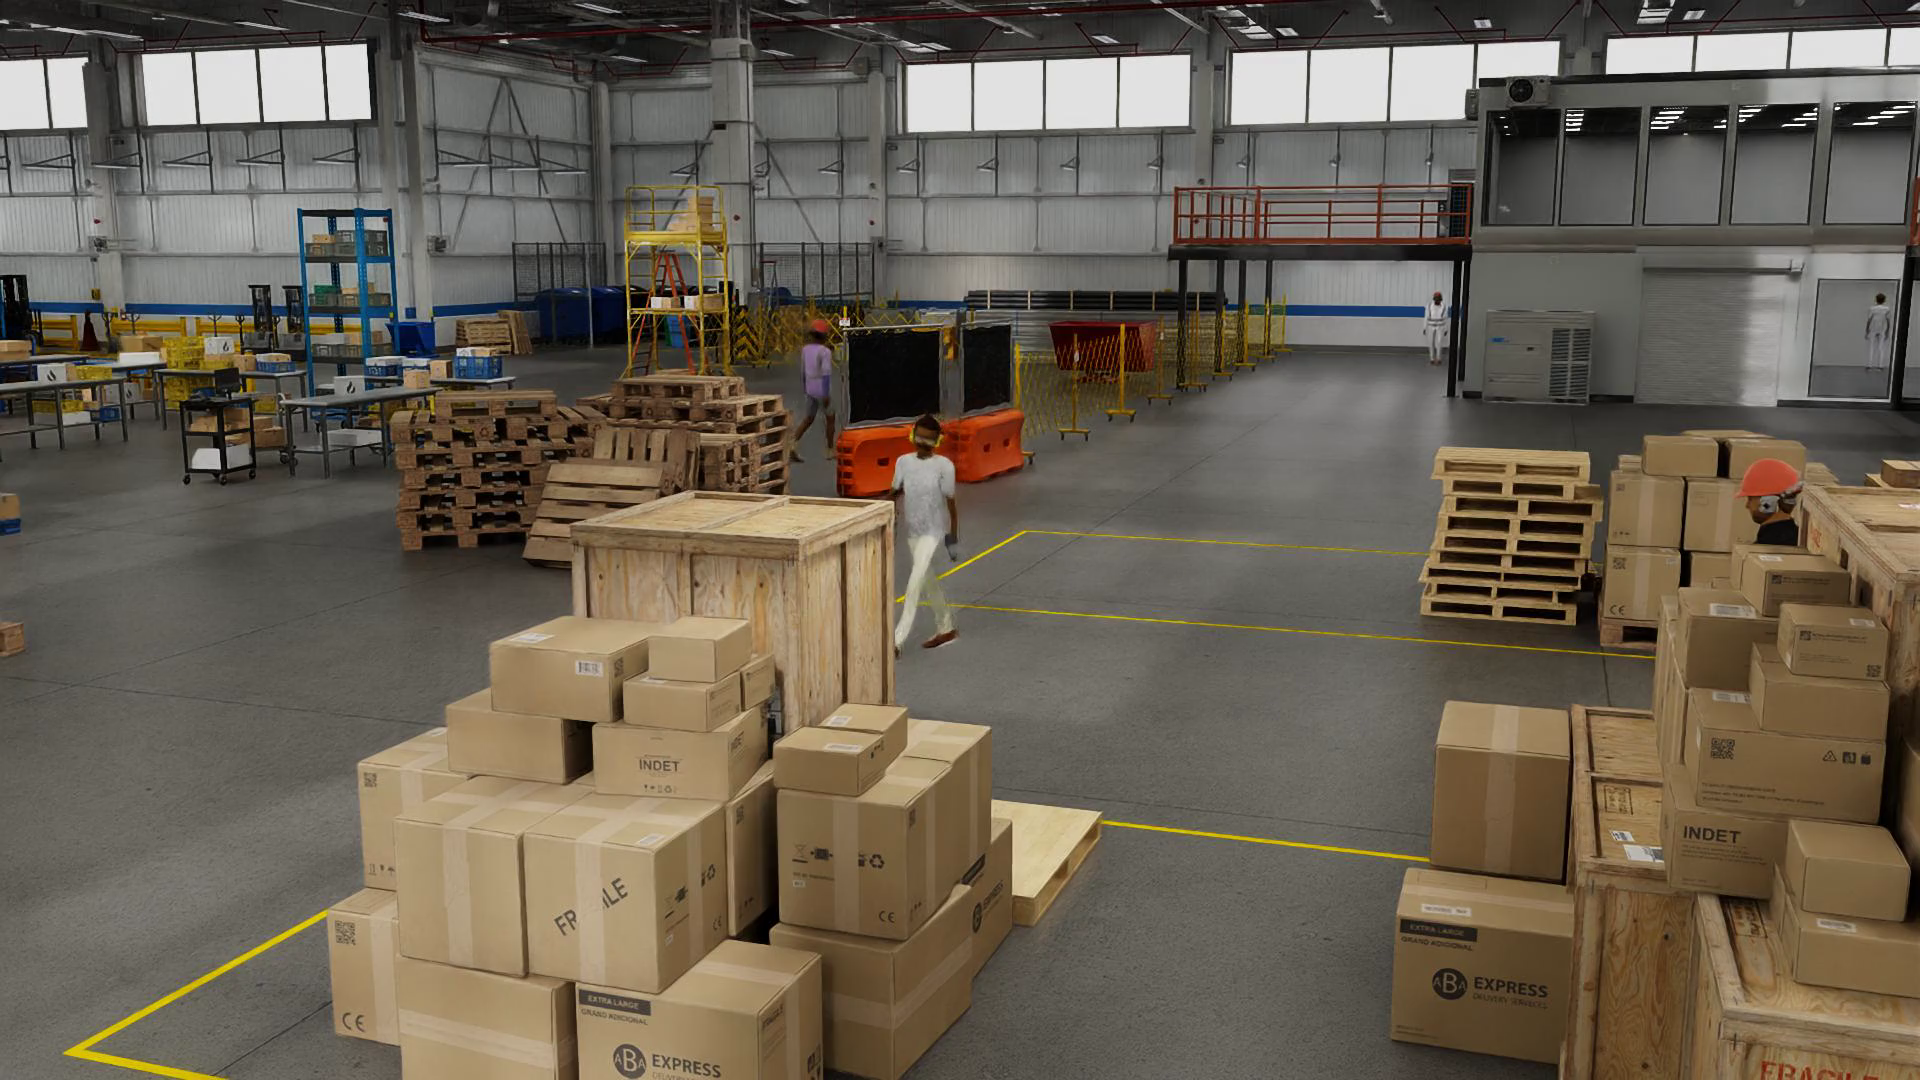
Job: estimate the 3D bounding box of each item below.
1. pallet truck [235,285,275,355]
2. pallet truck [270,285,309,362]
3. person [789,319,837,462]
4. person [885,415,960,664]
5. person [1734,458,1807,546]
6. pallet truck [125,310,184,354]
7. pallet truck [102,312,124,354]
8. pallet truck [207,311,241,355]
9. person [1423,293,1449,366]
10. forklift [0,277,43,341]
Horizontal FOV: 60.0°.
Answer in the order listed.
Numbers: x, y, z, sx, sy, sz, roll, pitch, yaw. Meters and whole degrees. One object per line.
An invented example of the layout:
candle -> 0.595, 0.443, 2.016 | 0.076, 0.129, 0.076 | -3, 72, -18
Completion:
pallet truck -> -18.327, -5.835, 44.421 | 0.823, 1.965, 1.885 | 4, 11, 23
pallet truck -> -17.147, -5.700, 43.663 | 0.823, 1.965, 1.885 | 3, 11, 17
person -> -2.044, -2.090, 23.297 | 0.608, 2.012, 0.961 | 10, 14, 43
person -> -0.325, -0.022, 12.215 | 0.613, 1.806, 0.974 | 8, 13, 39
person -> 4.009, 0.582, 8.301 | 0.609, 1.992, 0.383 | -10, 14, -44
pallet truck -> -22.038, -5.665, 45.457 | 0.704, 1.261, 1.522 | 3, 11, 17
pallet truck -> -23.057, -5.777, 46.261 | 0.680, 1.201, 1.601 | 3, 11, 19
pallet truck -> -19.537, -5.575, 44.913 | 0.653, 1.274, 1.630 | 3, 11, 19
person -> 11.976, -5.294, 41.861 | 0.583, 1.835, 0.978 | 4, 11, 19
forklift -> -27.151, -6.329, 46.328 | 1.157, 1.987, 2.680 | 3, 11, 17
